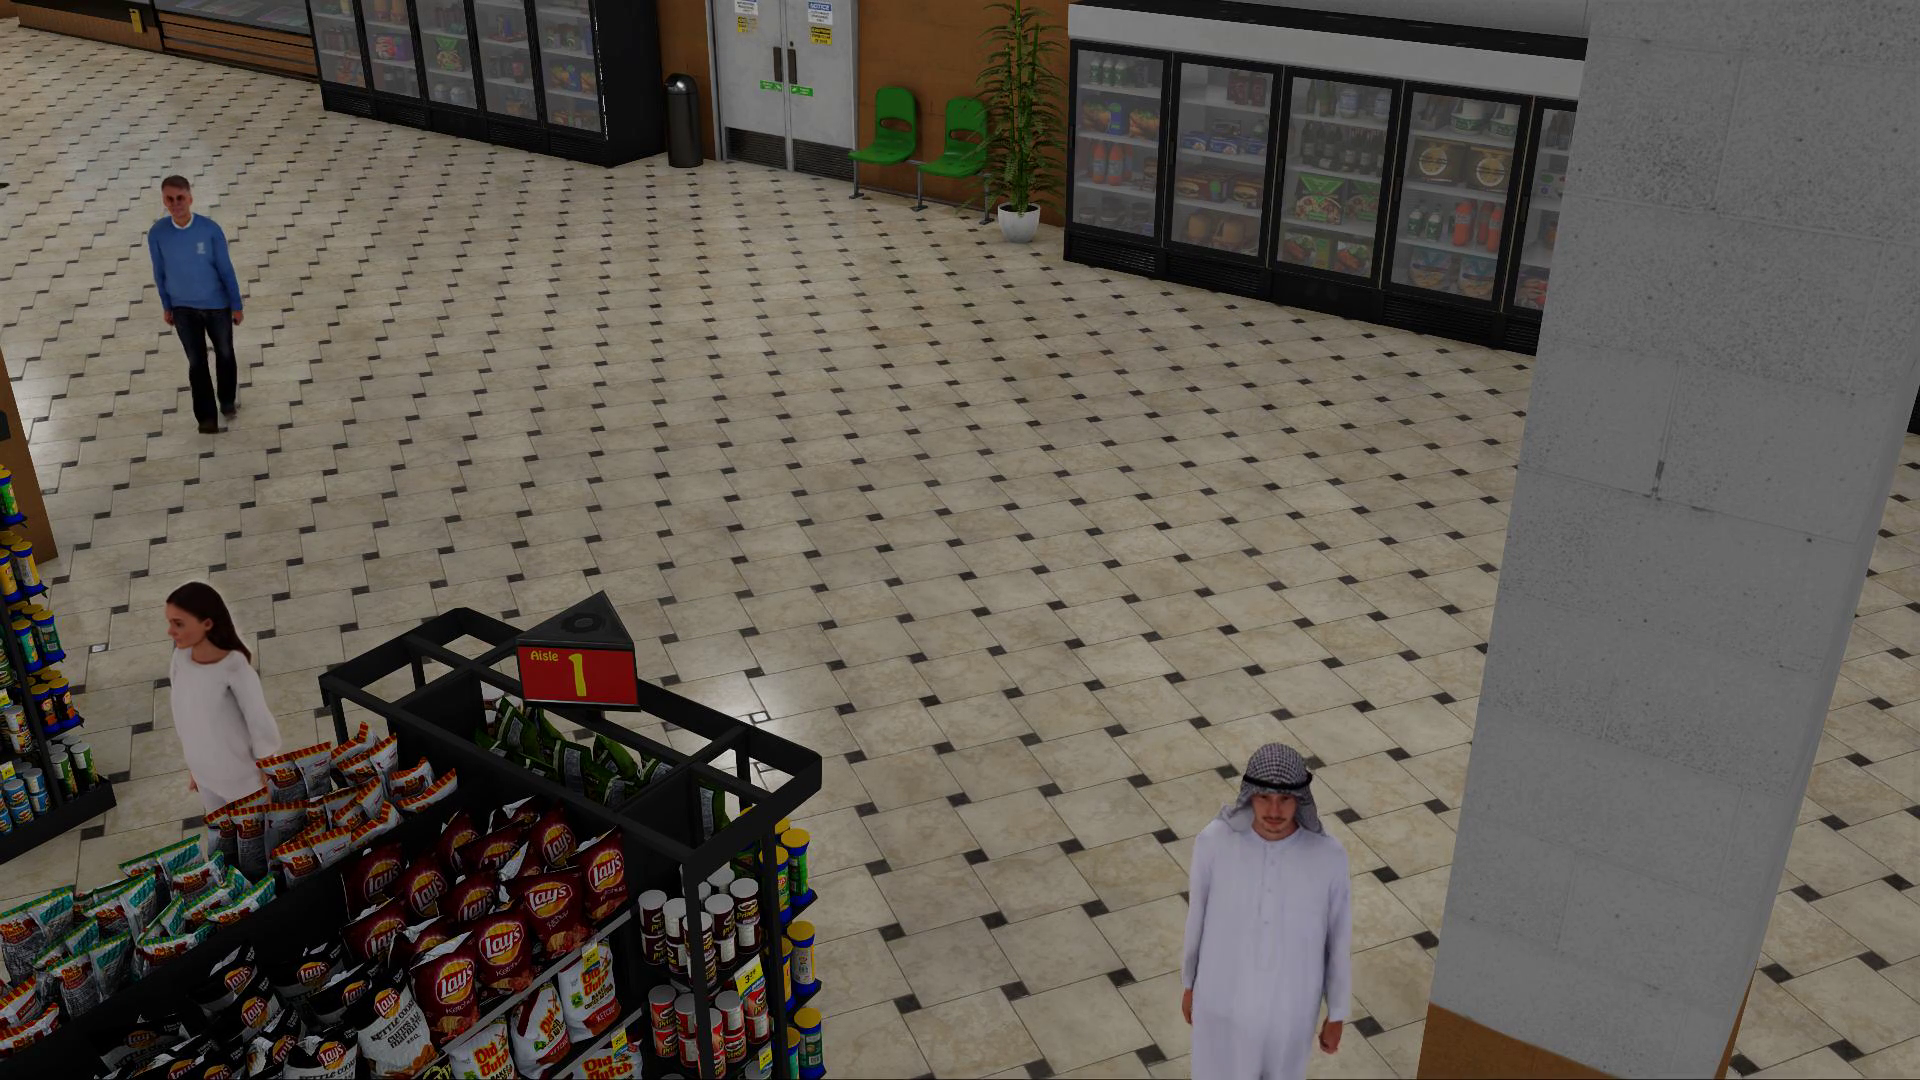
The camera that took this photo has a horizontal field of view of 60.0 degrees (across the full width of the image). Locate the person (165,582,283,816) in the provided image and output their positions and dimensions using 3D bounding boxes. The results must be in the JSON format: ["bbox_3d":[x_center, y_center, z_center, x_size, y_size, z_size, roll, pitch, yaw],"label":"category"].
[{"bbox_3d":[-2.896,0.916,6.650,0.640,1.688,0.581,12,29,22],"label":"person"}]

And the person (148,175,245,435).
[{"bbox_3d":[-5.318,-1.684,11.673,1.149,1.782,1.129,-9,28,-17],"label":"person"}]

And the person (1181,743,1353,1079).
[{"bbox_3d":[0.970,1.443,5.382,1.077,1.895,1.315,3,27,5],"label":"person"}]
